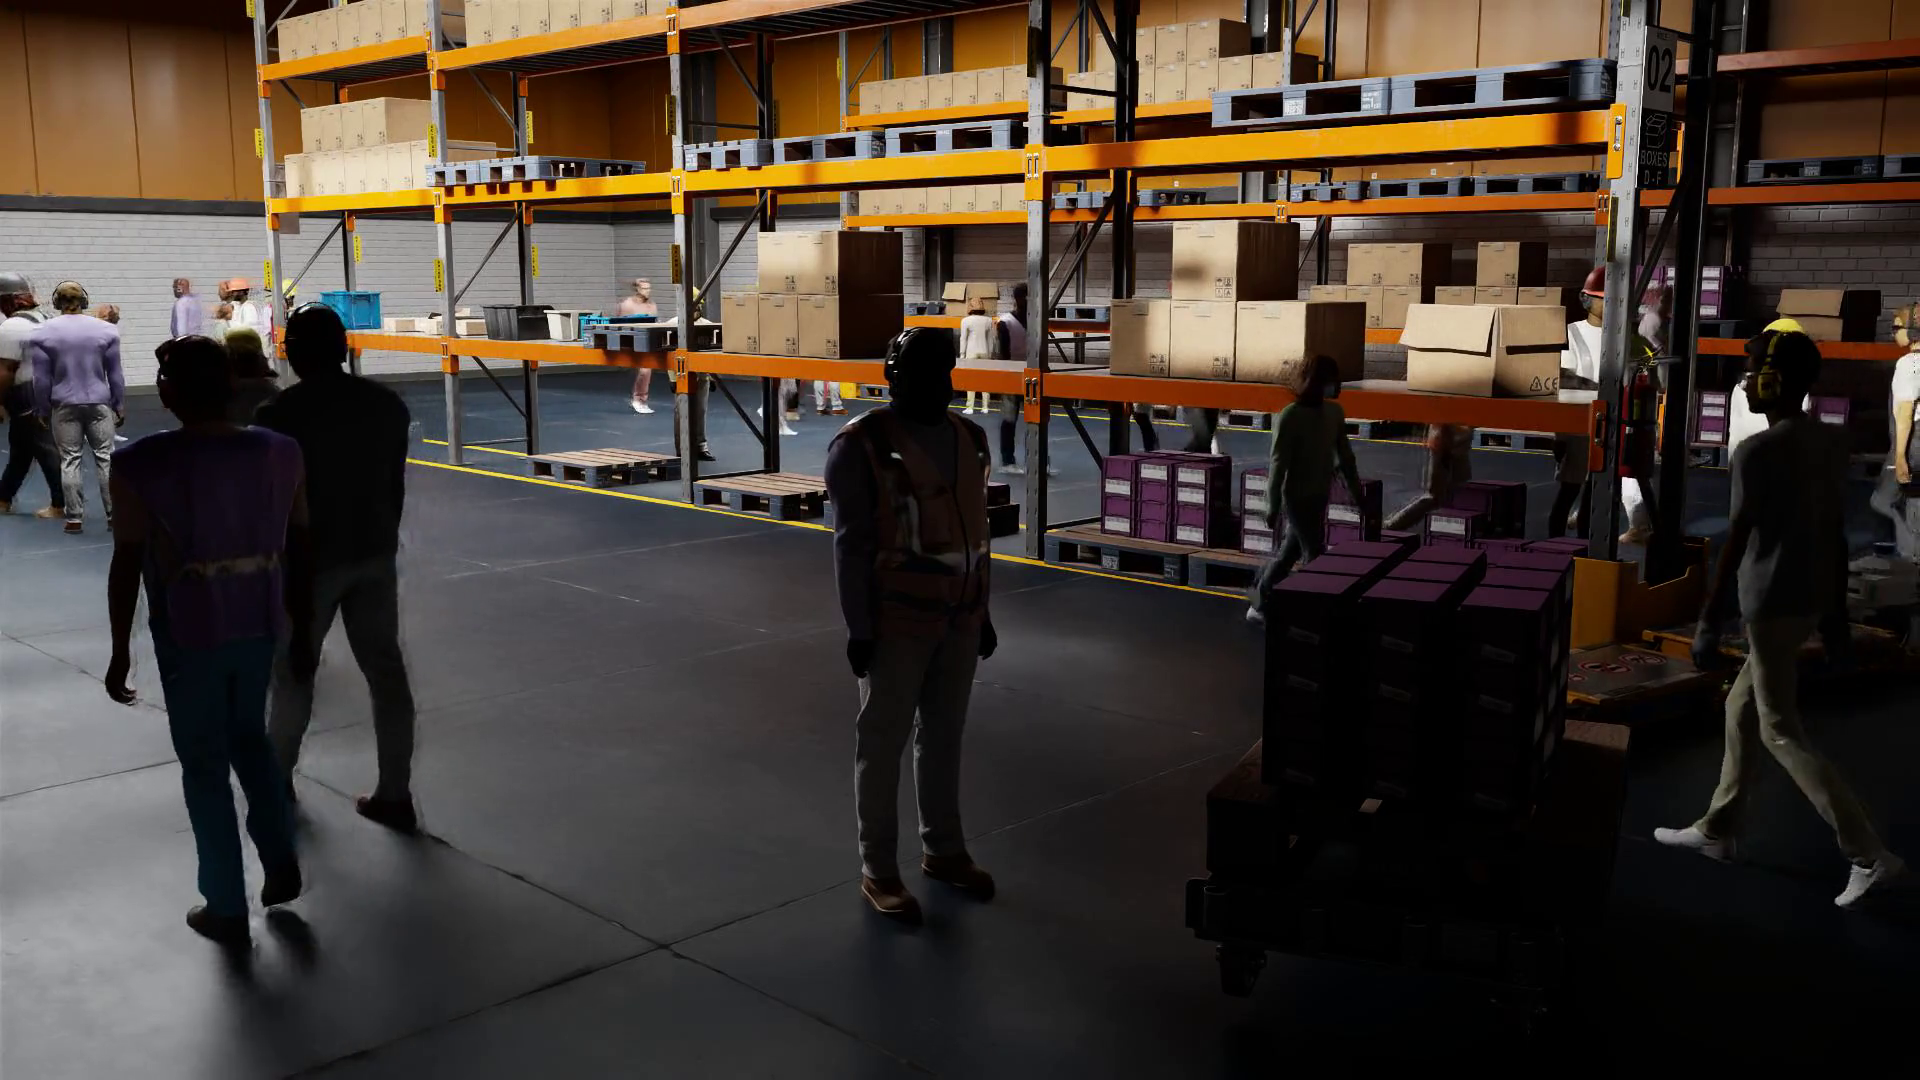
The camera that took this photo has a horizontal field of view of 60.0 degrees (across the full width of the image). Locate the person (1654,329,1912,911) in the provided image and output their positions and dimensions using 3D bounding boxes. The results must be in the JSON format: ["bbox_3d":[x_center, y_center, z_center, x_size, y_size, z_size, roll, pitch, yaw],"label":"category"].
[{"bbox_3d":[2.699,0.244,5.364,0.528,1.835,0.887,-6,11,-31],"label":"person"}]

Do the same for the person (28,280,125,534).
[{"bbox_3d":[-6.724,-1.008,12.721,0.627,1.934,0.372,-6,11,-31],"label":"person"}]

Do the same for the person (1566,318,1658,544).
[{"bbox_3d":[4.899,-0.887,12.433,0.641,1.793,0.993,-5,11,-29],"label":"person"}]

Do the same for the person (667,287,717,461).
[{"bbox_3d":[-2.795,-1.720,17.384,0.404,1.837,0.589,9,13,44],"label":"person"}]

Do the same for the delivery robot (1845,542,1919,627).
[{"bbox_3d":[4.926,0.256,8.893,0.707,0.478,0.477,-6,11,-30],"label":"delivery robot"}]

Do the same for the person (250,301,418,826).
[{"bbox_3d":[-2.362,0.079,6.169,0.971,1.895,0.641,8,12,40],"label":"person"}]

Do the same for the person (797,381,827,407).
[{"bbox_3d":[-2.246,-2.812,24.412,0.547,1.714,0.885,-8,12,-41],"label":"person"}]

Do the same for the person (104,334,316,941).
[{"bbox_3d":[-2.246,0.301,5.023,0.445,1.827,0.580,7,12,37],"label":"person"}]

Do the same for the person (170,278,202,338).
[{"bbox_3d":[-11.327,-2.853,24.165,0.711,1.883,0.682,0,9,0],"label":"person"}]

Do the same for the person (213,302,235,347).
[{"bbox_3d":[-9.655,-2.303,21.719,0.847,1.604,0.527,-3,10,-16],"label":"person"}]

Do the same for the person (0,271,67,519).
[{"bbox_3d":[-7.656,-1.178,13.437,0.984,2.000,0.716,-1,9,-7],"label":"person"}]

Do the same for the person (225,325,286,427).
[{"bbox_3d":[-3.769,-0.277,8.883,0.483,1.732,0.350,-3,10,-20],"label":"person"}]

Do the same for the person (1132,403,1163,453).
[{"bbox_3d":[1.864,-1.567,16.896,0.366,1.681,0.550,5,10,26],"label":"person"}]

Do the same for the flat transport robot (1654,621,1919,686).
[{"bbox_3d":[4.061,0.547,8.270,1.431,0.197,0.652,-4,10,-26],"label":"flat transport robot"}]

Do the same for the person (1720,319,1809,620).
[{"bbox_3d":[4.356,-0.306,8.964,0.343,1.759,0.533,-2,10,-14],"label":"person"}]

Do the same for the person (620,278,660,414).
[{"bbox_3d":[-4.389,-2.688,23.146,0.508,1.888,0.669,6,11,33],"label":"person"}]

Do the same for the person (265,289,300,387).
[{"bbox_3d":[-8.342,-2.236,20.656,0.465,1.803,0.624,-6,11,-34],"label":"person"}]

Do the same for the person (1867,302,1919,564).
[{"bbox_3d":[5.815,-0.528,10.126,0.537,1.828,0.415,-4,10,-24],"label":"person"}]

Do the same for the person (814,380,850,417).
[{"bbox_3d":[-1.803,-2.657,22.828,0.628,1.936,0.377,6,11,32],"label":"person"}]

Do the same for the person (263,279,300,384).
[{"bbox_3d":[-8.742,-2.444,21.642,0.621,1.898,0.698,-3,10,-15],"label":"person"}]

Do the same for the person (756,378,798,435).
[{"bbox_3d":[-2.236,-2.219,20.210,0.505,1.911,0.594,4,10,21],"label":"person"}]

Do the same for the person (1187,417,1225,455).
[{"bbox_3d":[2.364,-1.575,16.071,0.449,1.968,0.630,3,10,17],"label":"person"}]

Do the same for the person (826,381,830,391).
[{"bbox_3d":[-2.070,-3.269,27.502,0.501,1.632,0.280,8,12,40],"label":"person"}]

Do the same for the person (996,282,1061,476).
[{"bbox_3d":[0.663,-1.538,16.104,0.611,1.881,0.869,-7,12,-38],"label":"person"}]

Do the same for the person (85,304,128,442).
[{"bbox_3d":[-9.983,-1.923,19.299,0.540,1.610,0.536,-7,12,-38],"label":"person"}]

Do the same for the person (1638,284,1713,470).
[{"bbox_3d":[6.967,-1.575,16.399,0.963,1.857,0.679,4,10,24],"label":"person"}]

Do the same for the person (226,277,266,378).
[{"bbox_3d":[-9.630,-2.567,22.364,0.795,1.901,0.584,-4,10,-25],"label":"person"}]

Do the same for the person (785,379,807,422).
[{"bbox_3d":[-2.173,-2.416,22.227,0.541,1.642,0.805,4,10,24],"label":"person"}]

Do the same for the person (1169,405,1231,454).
[{"bbox_3d":[2.031,-1.277,14.297,0.621,1.961,0.936,-6,11,-31],"label":"person"}]

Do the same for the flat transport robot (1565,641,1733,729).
[{"bbox_3d":[2.851,0.678,7.467,1.431,0.197,0.652,-6,11,-35],"label":"flat transport robot"}]

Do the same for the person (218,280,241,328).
[{"bbox_3d":[-10.115,-2.698,23.283,0.406,1.866,0.619,-5,10,-28],"label":"person"}]

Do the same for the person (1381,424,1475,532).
[{"bbox_3d":[3.243,-0.612,11.277,0.663,1.608,0.553,6,11,34],"label":"person"}]

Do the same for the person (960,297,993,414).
[{"bbox_3d":[0.234,-2.571,23.246,0.499,1.627,0.270,-4,10,-25],"label":"person"}]

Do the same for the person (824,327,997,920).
[{"bbox_3d":[-0.119,0.251,5.284,0.627,1.844,0.429,-9,13,-43],"label":"person"}]

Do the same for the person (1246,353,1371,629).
[{"bbox_3d":[1.856,-0.216,8.956,0.567,1.585,0.858,-8,12,-42],"label":"person"}]

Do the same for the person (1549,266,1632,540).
[{"bbox_3d":[3.995,-0.697,10.484,0.612,2.039,0.392,-5,10,-26],"label":"person"}]
